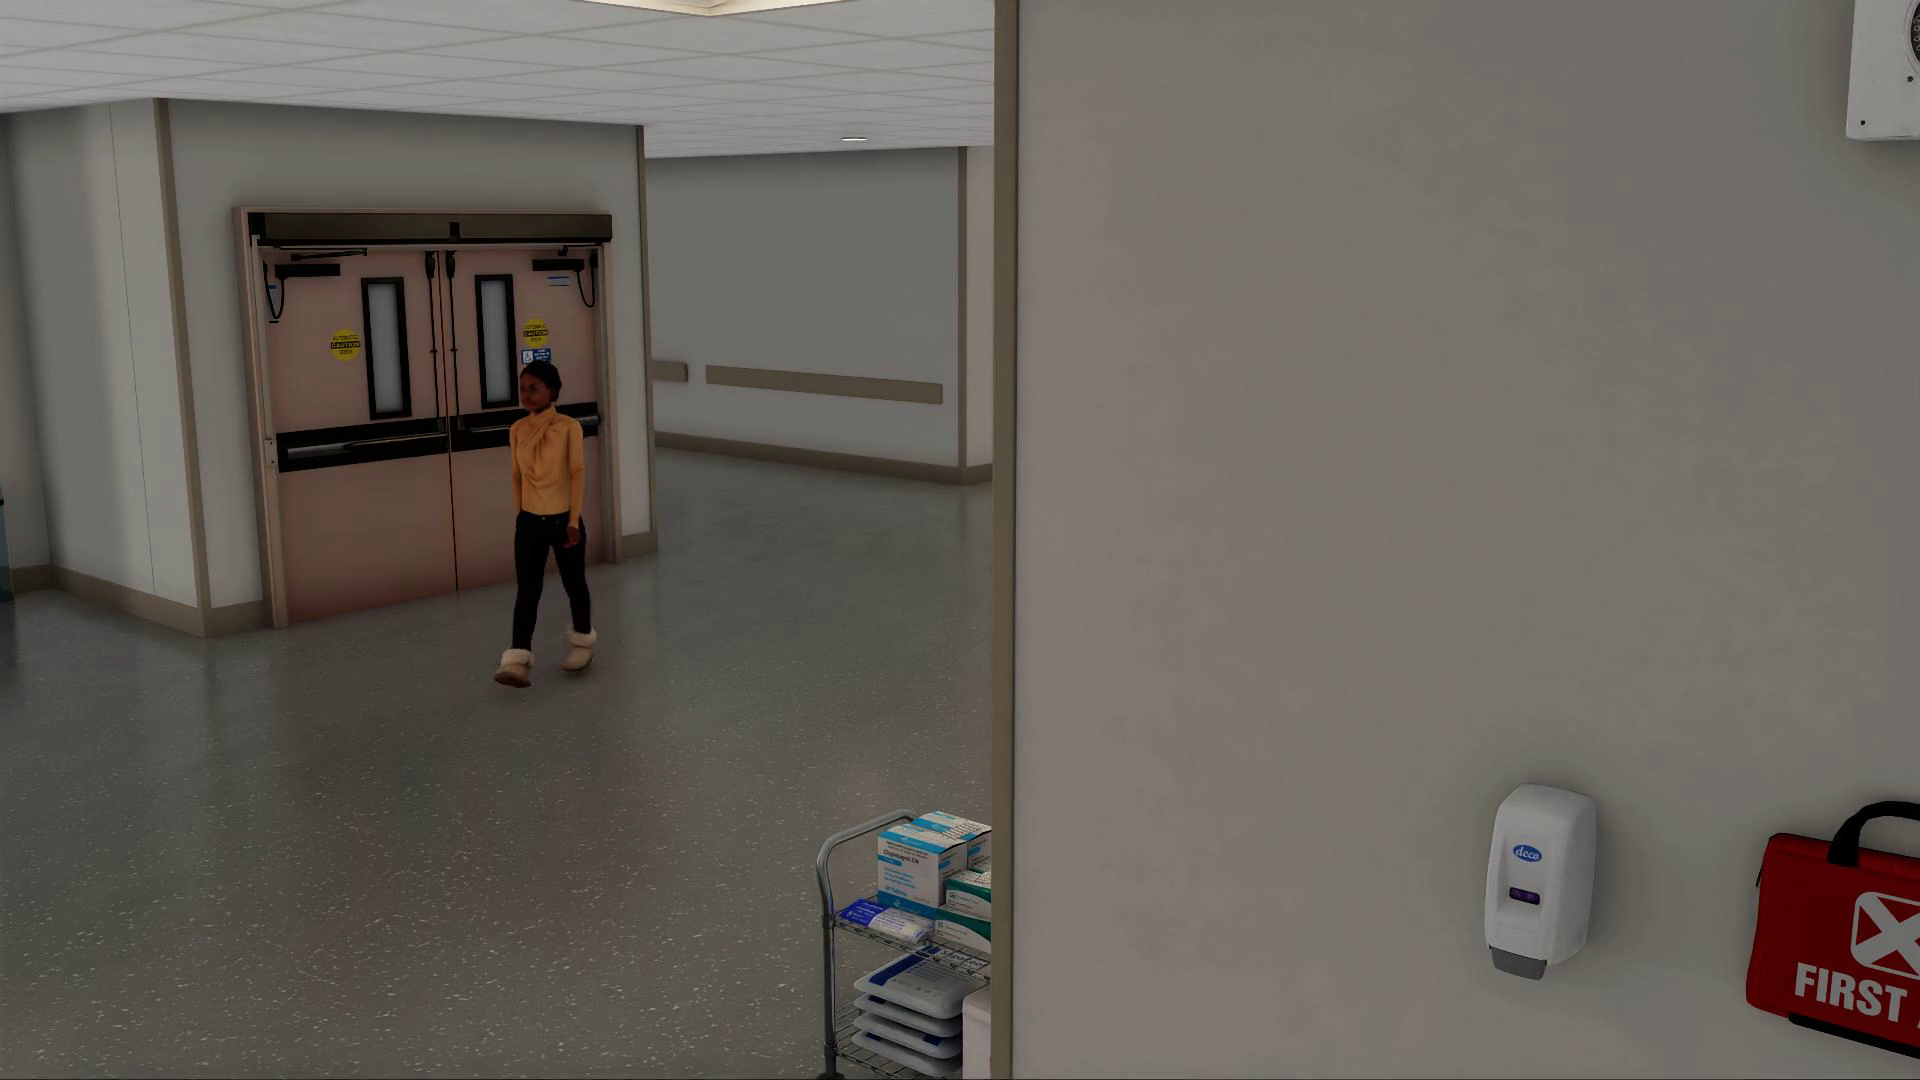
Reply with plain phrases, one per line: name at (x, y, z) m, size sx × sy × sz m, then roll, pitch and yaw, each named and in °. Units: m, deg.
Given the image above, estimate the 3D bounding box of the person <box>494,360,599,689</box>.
person at (-2.048, -0.082, 8.500) m, size 0.961 × 1.620 × 1.162 m, roll 2°, pitch 11°, yaw 8°
